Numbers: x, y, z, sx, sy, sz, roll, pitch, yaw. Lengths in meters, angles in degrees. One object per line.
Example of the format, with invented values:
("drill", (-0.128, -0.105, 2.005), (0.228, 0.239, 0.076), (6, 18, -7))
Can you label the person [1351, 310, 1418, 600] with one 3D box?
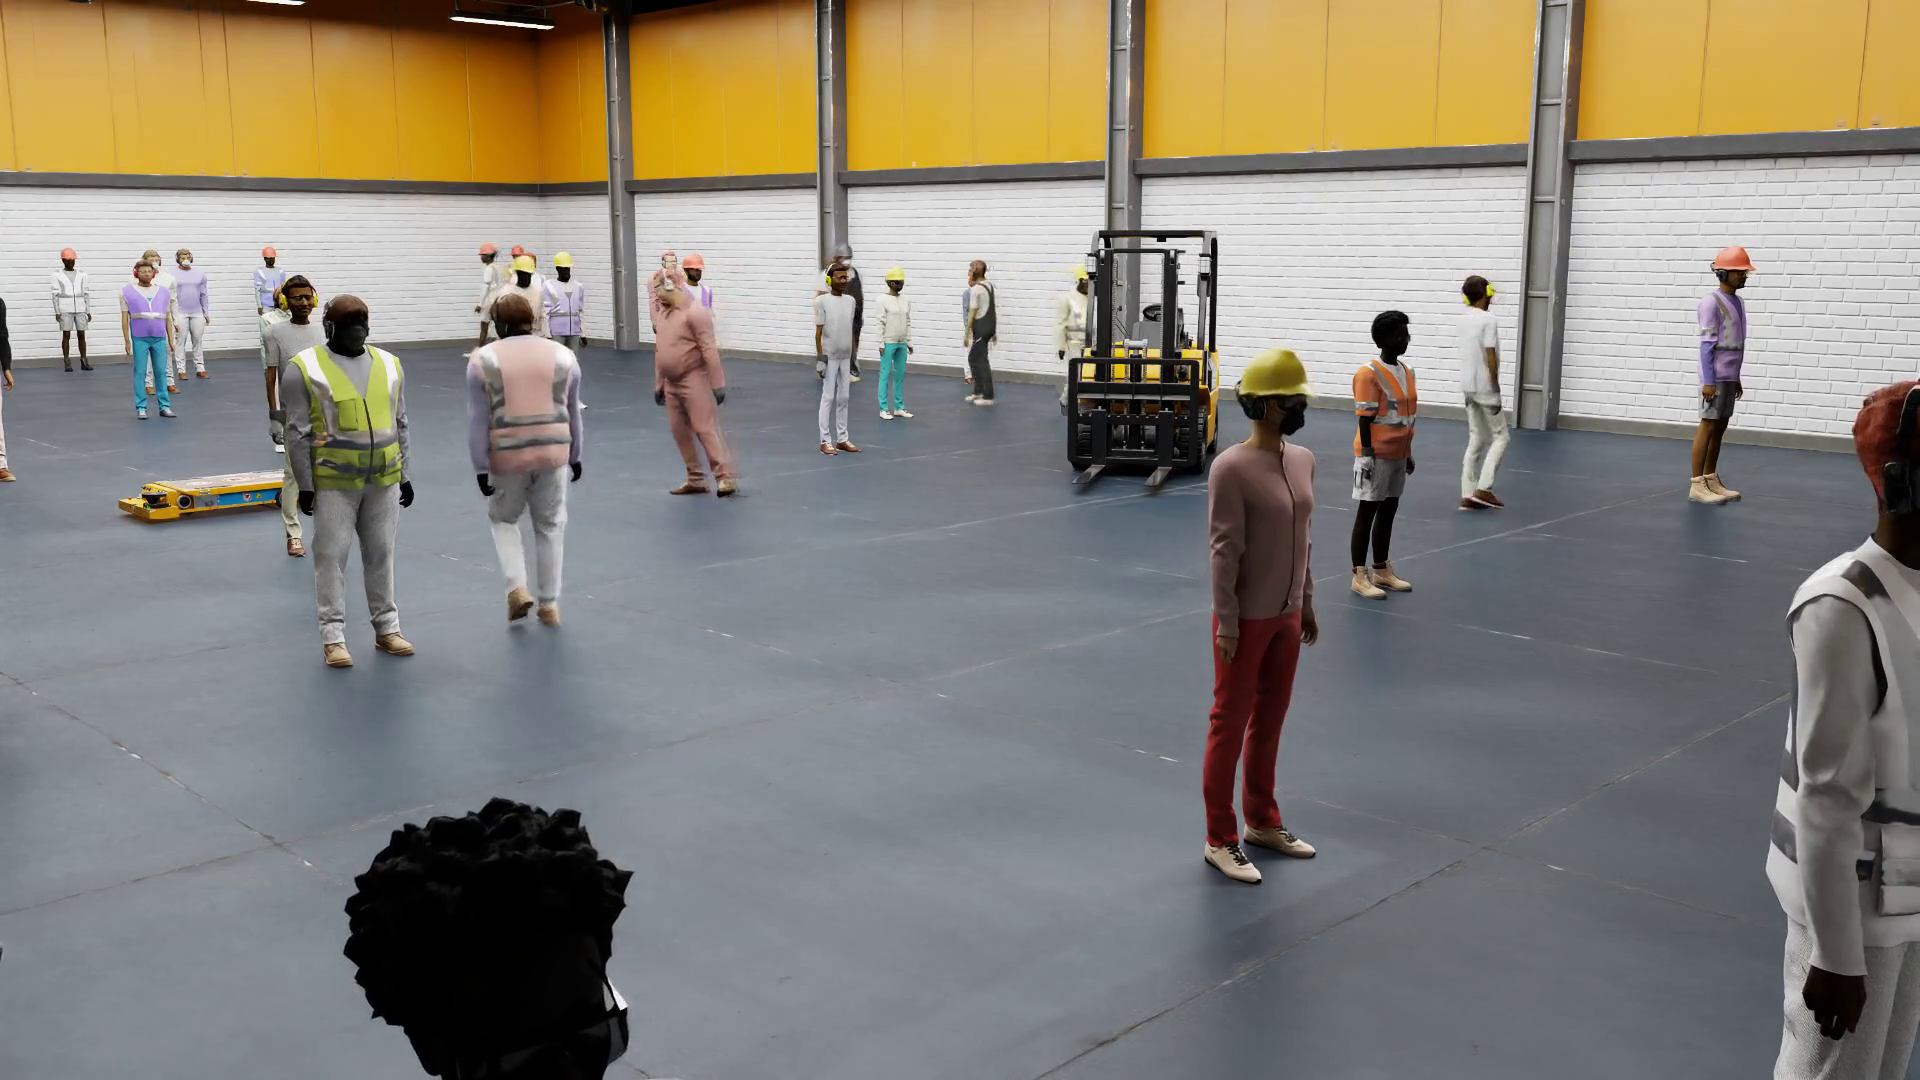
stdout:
("person", (2.514, -0.507, 9.843), (0.535, 1.699, 0.318), (-10, 15, -44))

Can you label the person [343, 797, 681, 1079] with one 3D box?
("person", (-0.364, 1.037, 1.428), (0.535, 1.697, 0.318), (-10, 15, -44))

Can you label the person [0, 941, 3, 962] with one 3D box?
("person", (-2.143, 0.779, 3.108), (0.492, 1.597, 0.845), (1, 10, 4))

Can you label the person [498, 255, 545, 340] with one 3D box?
("person", (-5.085, -2.334, 19.249), (0.586, 1.905, 0.669), (-10, 14, -42))

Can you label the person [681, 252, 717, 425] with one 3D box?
("person", (-2.959, -2.223, 18.539), (0.545, 1.942, 0.349), (-10, 15, -44))

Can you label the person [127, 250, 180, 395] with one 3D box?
("person", (-10.798, -2.919, 22.341), (0.631, 1.940, 0.372), (-10, 15, -44))

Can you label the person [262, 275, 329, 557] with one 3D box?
("person", (-4.377, -0.831, 11.145), (0.513, 1.872, 0.328), (-10, 15, -44))

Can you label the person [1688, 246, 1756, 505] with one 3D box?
("person", (6.098, -1.312, 13.291), (0.608, 2.044, 0.372), (-10, 15, -44))

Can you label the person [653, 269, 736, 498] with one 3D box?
("person", (-2.204, -1.270, 13.568), (0.788, 1.863, 0.452), (10, 14, 42))

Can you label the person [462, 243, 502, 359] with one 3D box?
("person", (-8.006, -4.068, 28.467), (1.048, 1.997, 0.609), (-1, 10, -7))

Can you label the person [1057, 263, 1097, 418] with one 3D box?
("person", (1.394, -2.242, 18.973), (0.609, 1.815, 0.434), (-7, 12, -33))

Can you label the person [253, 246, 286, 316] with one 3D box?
("person", (-11.775, -4.045, 28.485), (0.545, 1.938, 0.355), (-10, 15, -44))

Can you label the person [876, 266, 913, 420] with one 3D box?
("person", (-0.758, -2.293, 19.391), (0.525, 1.772, 0.304), (-10, 15, -44))

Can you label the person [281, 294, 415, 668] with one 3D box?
("person", (-3.025, -0.301, 8.325), (0.627, 1.846, 0.429), (-10, 15, -44))

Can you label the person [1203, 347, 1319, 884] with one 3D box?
("person", (1.021, 0.242, 5.568), (0.525, 1.772, 0.304), (-10, 15, -44))

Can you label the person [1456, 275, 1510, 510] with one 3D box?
("person", (4.050, -1.139, 12.955), (0.364, 1.817, 0.625), (-4, 11, -19))

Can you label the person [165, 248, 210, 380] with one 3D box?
("person", (-11.439, -3.342, 24.649), (0.631, 1.940, 0.372), (-10, 15, -44))

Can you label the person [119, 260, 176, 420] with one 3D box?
("person", (-9.472, -2.338, 19.415), (0.566, 1.849, 0.389), (-10, 15, -44))

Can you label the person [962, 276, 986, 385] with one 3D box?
("person", (0.241, -3.057, 23.923), (0.500, 1.633, 0.284), (-10, 15, -44))

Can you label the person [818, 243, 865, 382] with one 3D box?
("person", (-1.709, -3.328, 24.294), (0.692, 2.000, 0.698), (-7, 12, -33))

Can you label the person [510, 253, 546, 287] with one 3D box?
("person", (-6.285, -3.247, 24.313), (0.355, 1.876, 0.599), (9, 14, 41))

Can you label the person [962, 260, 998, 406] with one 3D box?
("person", (0.196, -2.590, 20.854), (0.622, 1.823, 0.544), (5, 11, 25))

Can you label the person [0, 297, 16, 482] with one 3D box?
("person", (-8.477, -1.473, 14.294), (0.612, 1.997, 0.376), (-10, 15, -44))

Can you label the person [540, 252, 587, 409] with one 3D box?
("person", (-4.834, -2.552, 20.370), (0.587, 1.927, 0.364), (-10, 15, -44))

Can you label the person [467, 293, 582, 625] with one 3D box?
("person", (-2.357, -0.425, 9.075), (0.640, 1.825, 0.444), (-5, 11, -25))

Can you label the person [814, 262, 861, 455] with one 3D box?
("person", (-1.192, -1.771, 16.267), (0.513, 1.872, 0.328), (-10, 15, -44))

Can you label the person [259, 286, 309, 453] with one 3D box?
("person", (-6.636, -1.684, 16.424), (0.514, 1.641, 0.307), (-10, 15, -44))

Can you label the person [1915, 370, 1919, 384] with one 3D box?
("person", (4.361, -0.161, 7.347), (0.593, 1.922, 0.391), (-10, 15, -44))

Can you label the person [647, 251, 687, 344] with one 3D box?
("person", (-4.002, -3.036, 23.068), (0.643, 1.909, 0.410), (-10, 15, -44))

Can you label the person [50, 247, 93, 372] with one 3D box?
("person", (-13.961, -3.622, 26.167), (0.545, 1.942, 0.349), (-10, 15, -44))

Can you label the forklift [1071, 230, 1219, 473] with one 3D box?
("forklift", (1.804, -1.825, 15.677), (1.214, 2.155, 2.313), (2, 11, 13))

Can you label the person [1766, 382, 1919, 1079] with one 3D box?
("person", (1.650, 0.658, 2.983), (0.575, 1.884, 0.355), (-10, 15, -44))

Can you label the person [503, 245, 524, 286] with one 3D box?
("person", (-8.212, -4.504, 30.976), (0.545, 1.942, 0.349), (-10, 15, -44))

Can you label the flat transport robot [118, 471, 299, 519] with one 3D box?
("flat transport robot", (-5.715, -0.372, 13.004), (1.431, 0.197, 0.652), (-10, 14, -44))
